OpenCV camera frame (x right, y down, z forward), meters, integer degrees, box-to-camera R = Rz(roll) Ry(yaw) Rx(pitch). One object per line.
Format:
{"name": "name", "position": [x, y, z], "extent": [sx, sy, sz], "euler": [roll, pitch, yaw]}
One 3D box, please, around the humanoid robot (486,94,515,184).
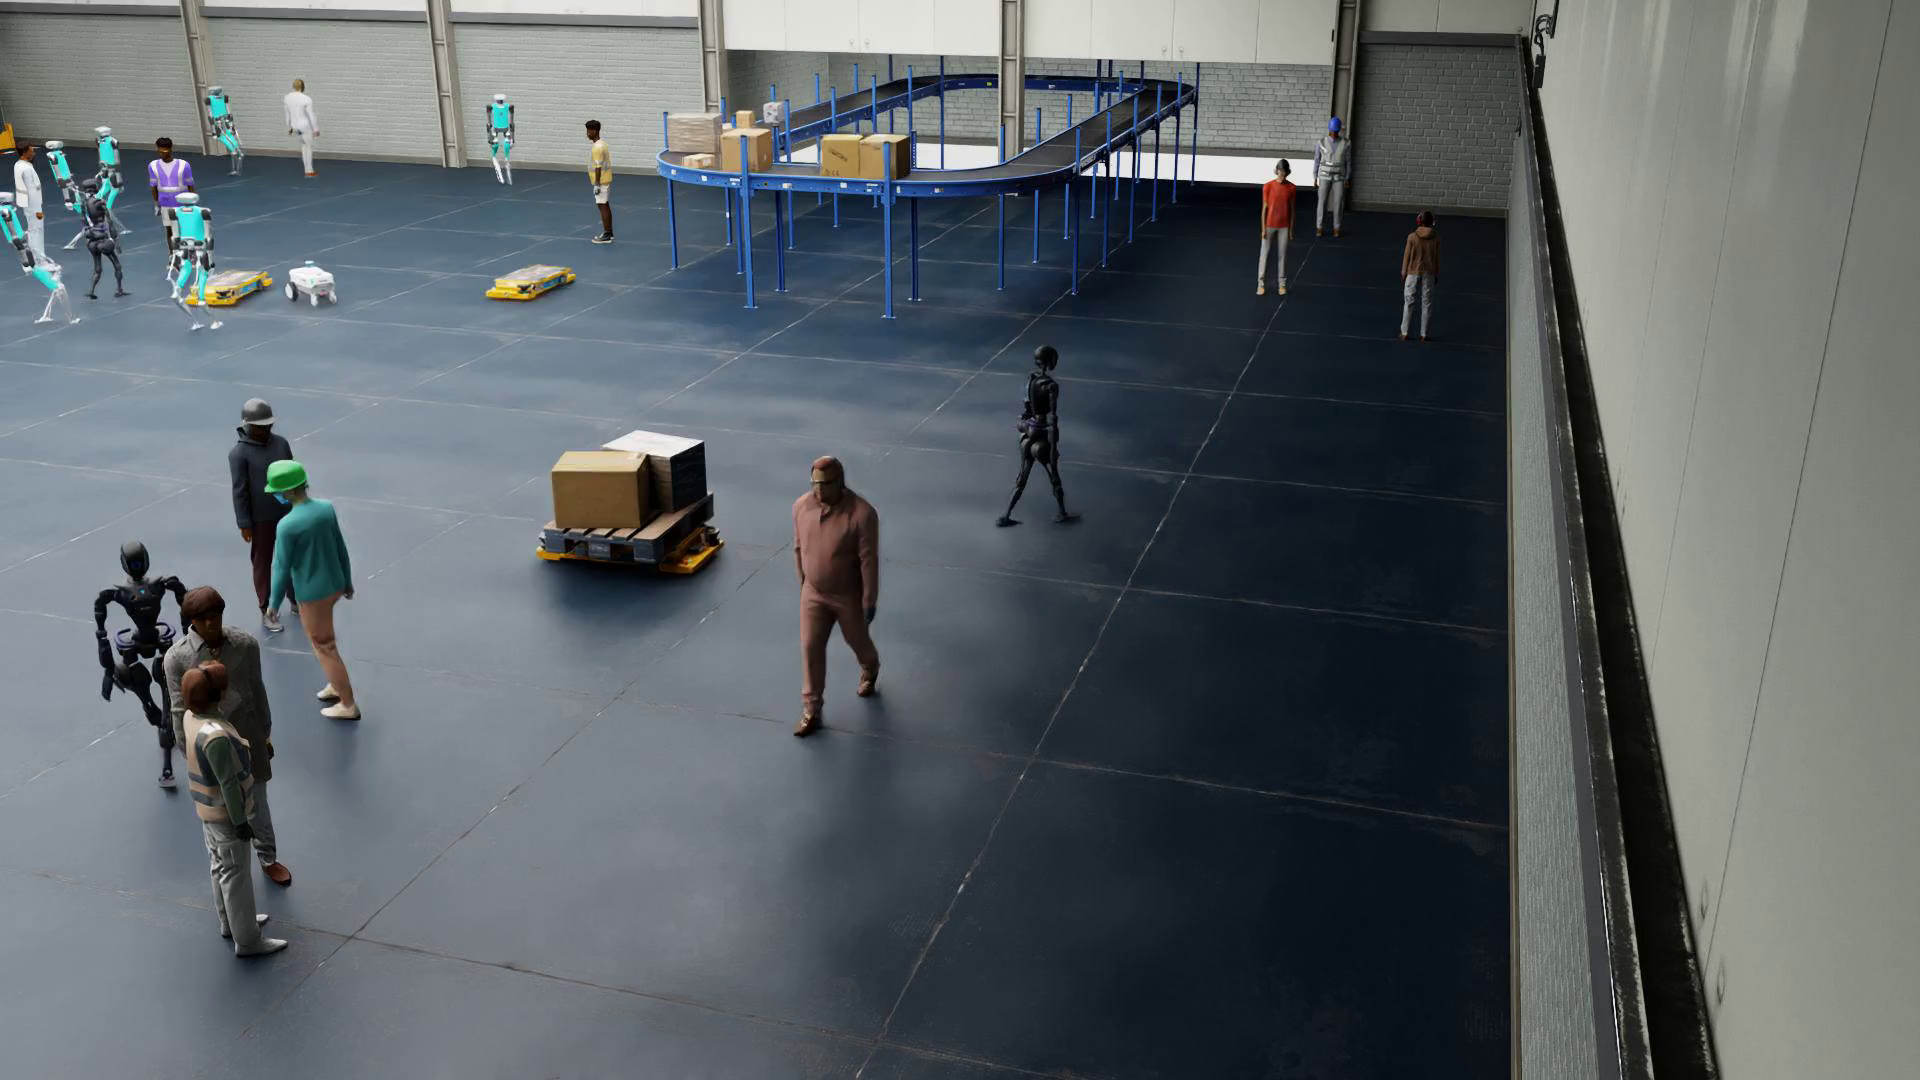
{"name": "humanoid robot", "position": [-8.920, -7.713, 32.267], "extent": [0.548, 1.878, 0.762], "euler": [-10, 23, -24]}

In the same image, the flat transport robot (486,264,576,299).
{"name": "flat transport robot", "position": [-6.110, -3.683, 23.730], "extent": [0.659, 0.231, 1.431], "euler": [6, 22, 14]}

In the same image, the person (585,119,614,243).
{"name": "person", "position": [-5.812, -5.797, 26.868], "extent": [0.373, 1.959, 0.602], "euler": [-1, 21, -3]}

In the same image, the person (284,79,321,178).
{"name": "person", "position": [-13.070, -8.230, 33.216], "extent": [0.669, 1.919, 0.530], "euler": [7, 22, 17]}

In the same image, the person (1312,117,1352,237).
{"name": "person", "position": [6.103, -5.961, 27.332], "extent": [0.616, 1.934, 0.412], "euler": [2, 21, 5]}

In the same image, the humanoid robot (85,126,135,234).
{"name": "humanoid robot", "position": [-14.165, -5.861, 27.367], "extent": [0.540, 1.782, 0.850], "euler": [13, 25, 30]}

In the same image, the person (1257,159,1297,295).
{"name": "person", "position": [4.442, -4.357, 23.223], "extent": [0.472, 1.905, 0.430], "euler": [0, 21, -1]}

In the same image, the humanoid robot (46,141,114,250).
{"name": "humanoid robot", "position": [-13.808, -5.429, 26.298], "extent": [1.029, 1.761, 0.534], "euler": [-6, 22, -15]}

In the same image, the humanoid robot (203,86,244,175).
{"name": "humanoid robot", "position": [-14.600, -8.108, 33.236], "extent": [0.719, 1.839, 0.535], "euler": [12, 24, 28]}

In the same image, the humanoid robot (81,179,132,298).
{"name": "humanoid robot", "position": [-11.947, -4.170, 23.087], "extent": [0.601, 1.663, 0.650], "euler": [10, 23, 24]}

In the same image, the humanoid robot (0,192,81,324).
{"name": "humanoid robot", "position": [-11.914, -3.619, 21.622], "extent": [0.876, 1.854, 0.530], "euler": [-12, 24, -29]}

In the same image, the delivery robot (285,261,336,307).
{"name": "delivery robot", "position": [-8.981, -3.551, 23.018], "extent": [0.789, 0.614, 0.499], "euler": [20, 28, 41]}

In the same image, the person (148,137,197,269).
{"name": "person", "position": [-11.764, -5.050, 24.921], "extent": [0.607, 1.962, 0.368], "euler": [-5, 22, -12]}

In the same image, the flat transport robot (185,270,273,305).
{"name": "flat transport robot", "position": [-10.291, -3.547, 23.378], "extent": [0.659, 0.231, 1.431], "euler": [1, 21, 2]}

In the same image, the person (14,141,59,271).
{"name": "person", "position": [-13.824, -4.967, 24.770], "extent": [0.373, 1.916, 0.595], "euler": [-16, 26, -36]}

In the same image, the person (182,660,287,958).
{"name": "person", "position": [-3.815, 1.395, 8.648], "extent": [0.304, 1.640, 0.522], "euler": [-15, 26, -35]}

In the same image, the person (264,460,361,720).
{"name": "person", "position": [-4.336, 0.334, 11.129], "extent": [0.617, 1.837, 0.546], "euler": [6, 22, 16]}

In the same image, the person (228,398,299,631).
{"name": "person", "position": [-5.211, -0.207, 12.579], "extent": [0.381, 1.806, 0.551], "euler": [14, 25, 33]}

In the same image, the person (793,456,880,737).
{"name": "person", "position": [-0.813, 0.309, 11.156], "extent": [0.651, 1.868, 0.933], "euler": [8, 22, 20]}

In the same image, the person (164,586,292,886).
{"name": "person", "position": [-4.020, 1.110, 9.129], "extent": [0.503, 1.832, 0.365], "euler": [-17, 27, -37]}

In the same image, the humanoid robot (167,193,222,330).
{"name": "humanoid robot", "position": [-9.830, -3.483, 21.201], "extent": [0.531, 1.763, 0.877], "euler": [0, 21, -1]}

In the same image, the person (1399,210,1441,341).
{"name": "person", "position": [5.771, -3.305, 20.832], "extent": [0.464, 1.647, 0.317], "euler": [3, 21, 7]}

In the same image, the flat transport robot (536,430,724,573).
{"name": "flat transport robot", "position": [-2.792, 0.026, 14.110], "extent": [1.431, 0.231, 0.659], "euler": [6, 22, 14]}

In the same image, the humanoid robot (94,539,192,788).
{"name": "humanoid robot", "position": [-5.103, 0.725, 10.451], "extent": [0.609, 1.617, 0.790], "euler": [-16, 26, -35]}

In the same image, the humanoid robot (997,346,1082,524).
{"name": "humanoid robot", "position": [0.690, -0.920, 14.683], "extent": [0.763, 1.630, 0.616], "euler": [-9, 23, -23]}
